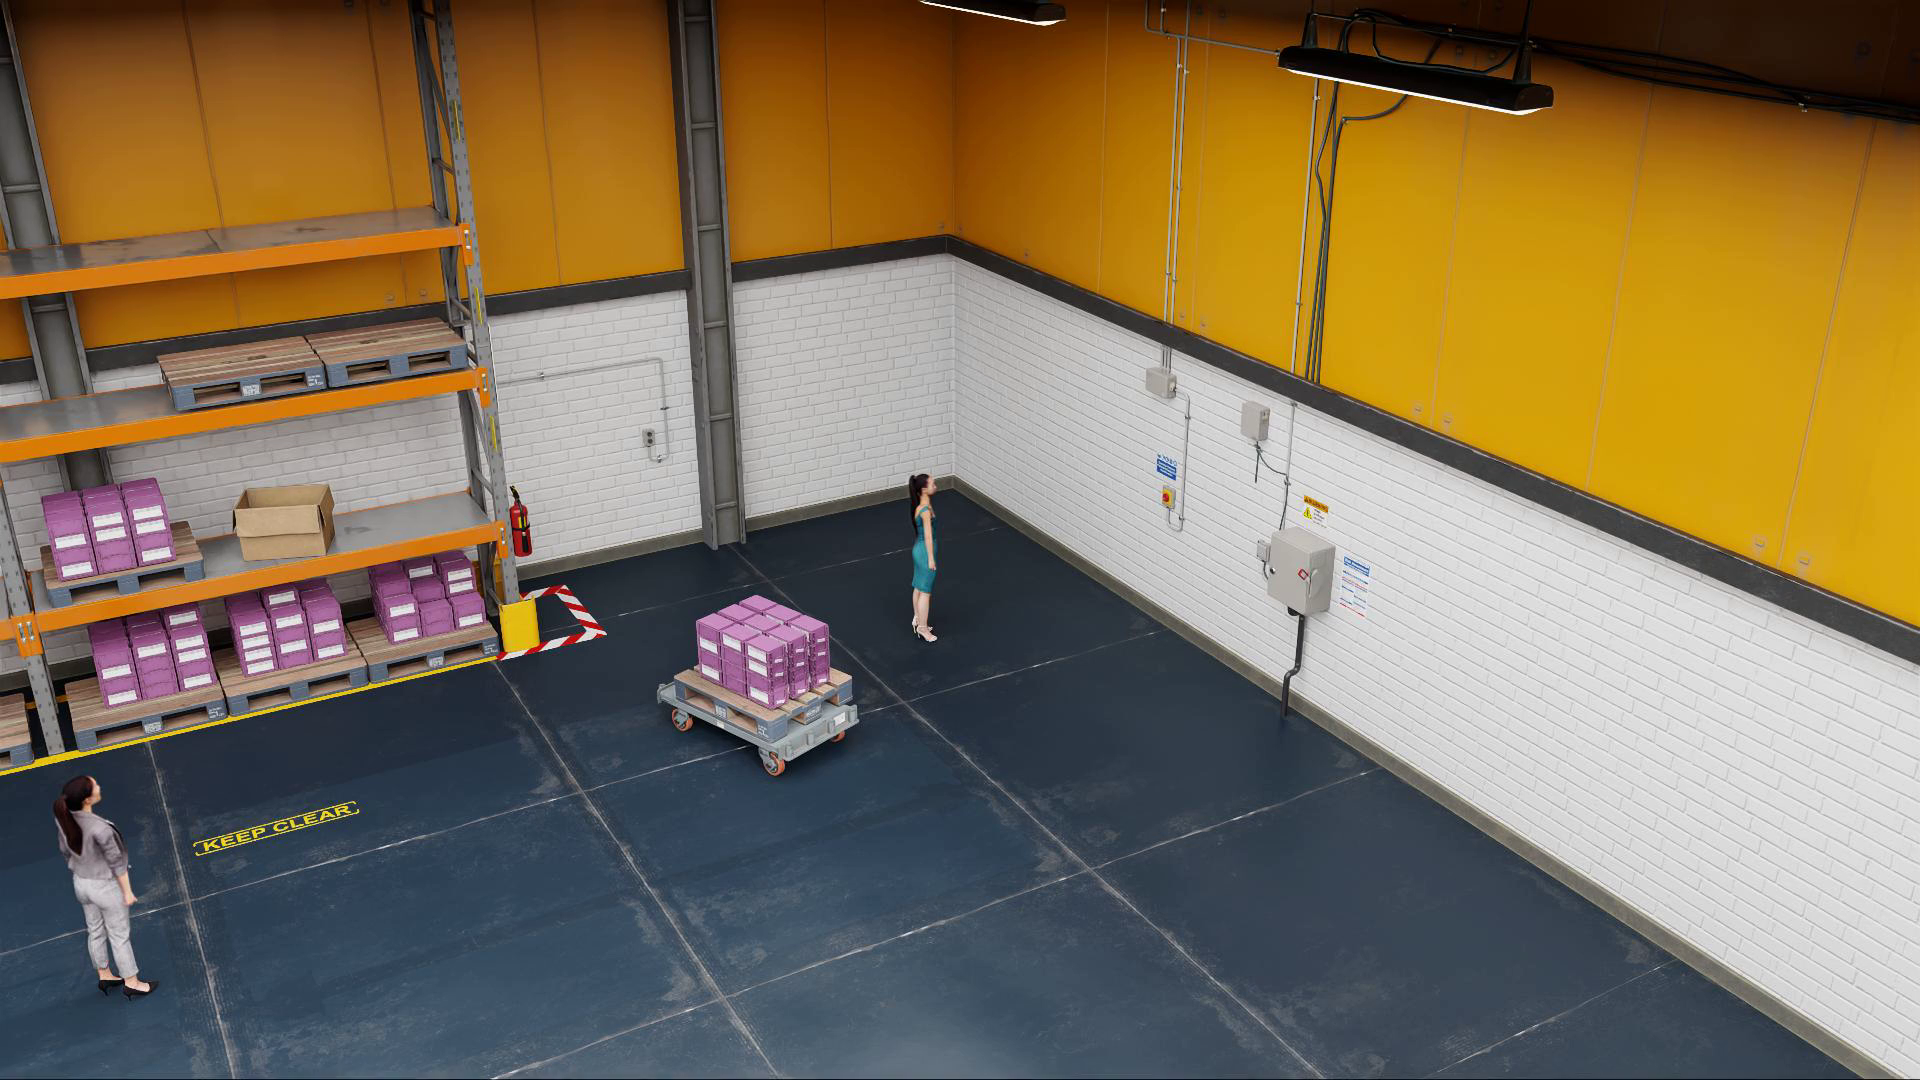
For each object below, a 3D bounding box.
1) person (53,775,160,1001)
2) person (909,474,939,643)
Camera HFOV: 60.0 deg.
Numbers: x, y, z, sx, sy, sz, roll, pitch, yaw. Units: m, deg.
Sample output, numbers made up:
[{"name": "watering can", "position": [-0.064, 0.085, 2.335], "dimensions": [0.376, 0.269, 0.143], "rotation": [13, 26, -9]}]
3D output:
[{"name": "person", "position": [-5.699, 2.306, 11.022], "dimensions": [0.723, 1.677, 0.767], "rotation": [9, 25, 19]}, {"name": "person", "position": [-0.335, 0.152, 15.937], "dimensions": [0.574, 1.686, 0.612], "rotation": [-5, 24, -11]}]
